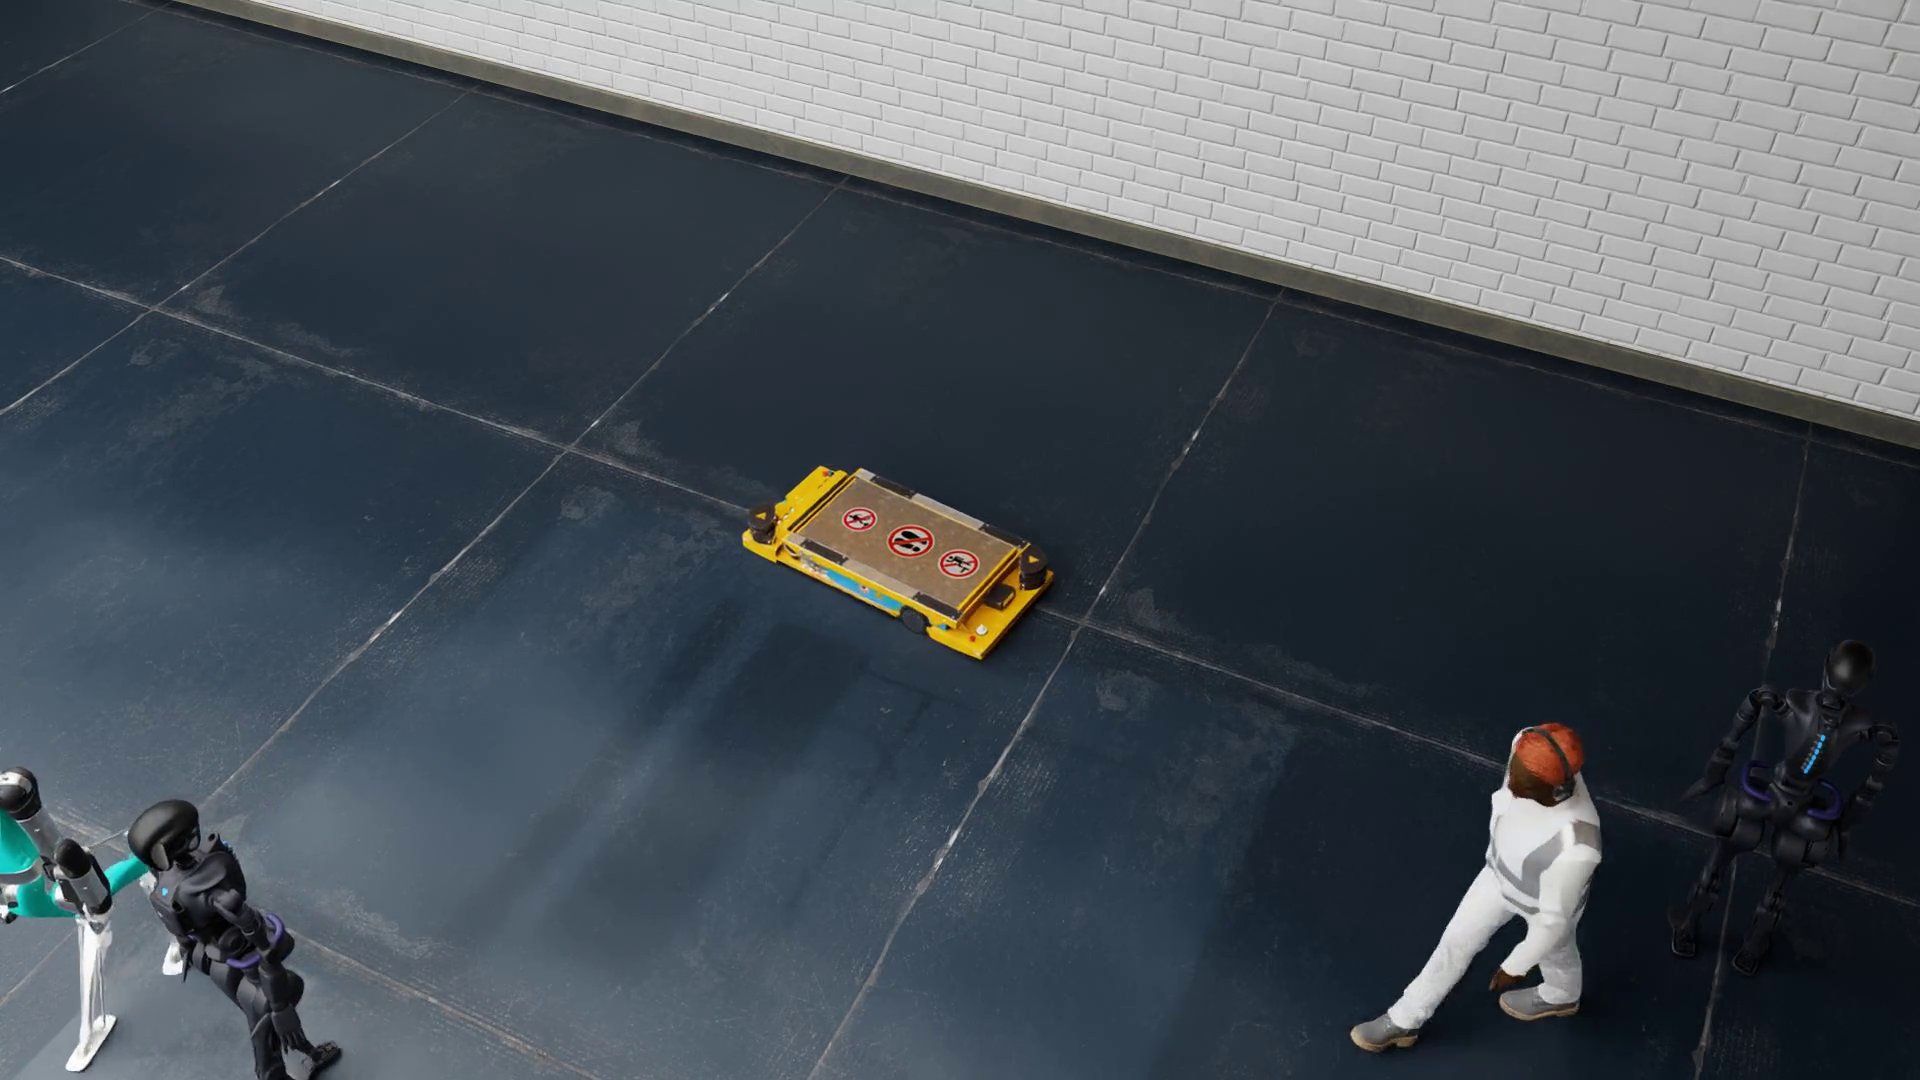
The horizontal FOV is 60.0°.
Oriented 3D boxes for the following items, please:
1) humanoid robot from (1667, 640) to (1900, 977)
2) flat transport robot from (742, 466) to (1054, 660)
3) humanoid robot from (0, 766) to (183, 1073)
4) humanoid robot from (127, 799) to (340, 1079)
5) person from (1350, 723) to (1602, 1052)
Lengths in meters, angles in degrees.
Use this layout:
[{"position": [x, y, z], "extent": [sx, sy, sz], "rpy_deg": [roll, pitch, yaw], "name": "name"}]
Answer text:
[{"position": [3.011, 0.989, 6.142], "extent": [0.599, 1.657, 0.315], "rpy_deg": [18, 46, 19], "name": "humanoid robot"}, {"position": [-0.314, 0.060, 8.191], "extent": [1.431, 0.231, 0.659], "rpy_deg": [24, 48, 24], "name": "flat transport robot"}, {"position": [-3.212, 1.101, 6.001], "extent": [0.547, 1.782, 0.917], "rpy_deg": [6, 43, 6], "name": "humanoid robot"}, {"position": [-2.465, 1.454, 5.646], "extent": [0.616, 1.648, 0.420], "rpy_deg": [24, 48, 24], "name": "humanoid robot"}, {"position": [1.944, 1.232, 5.786], "extent": [1.018, 1.805, 0.584], "rpy_deg": [-9, 44, -9], "name": "person"}]
